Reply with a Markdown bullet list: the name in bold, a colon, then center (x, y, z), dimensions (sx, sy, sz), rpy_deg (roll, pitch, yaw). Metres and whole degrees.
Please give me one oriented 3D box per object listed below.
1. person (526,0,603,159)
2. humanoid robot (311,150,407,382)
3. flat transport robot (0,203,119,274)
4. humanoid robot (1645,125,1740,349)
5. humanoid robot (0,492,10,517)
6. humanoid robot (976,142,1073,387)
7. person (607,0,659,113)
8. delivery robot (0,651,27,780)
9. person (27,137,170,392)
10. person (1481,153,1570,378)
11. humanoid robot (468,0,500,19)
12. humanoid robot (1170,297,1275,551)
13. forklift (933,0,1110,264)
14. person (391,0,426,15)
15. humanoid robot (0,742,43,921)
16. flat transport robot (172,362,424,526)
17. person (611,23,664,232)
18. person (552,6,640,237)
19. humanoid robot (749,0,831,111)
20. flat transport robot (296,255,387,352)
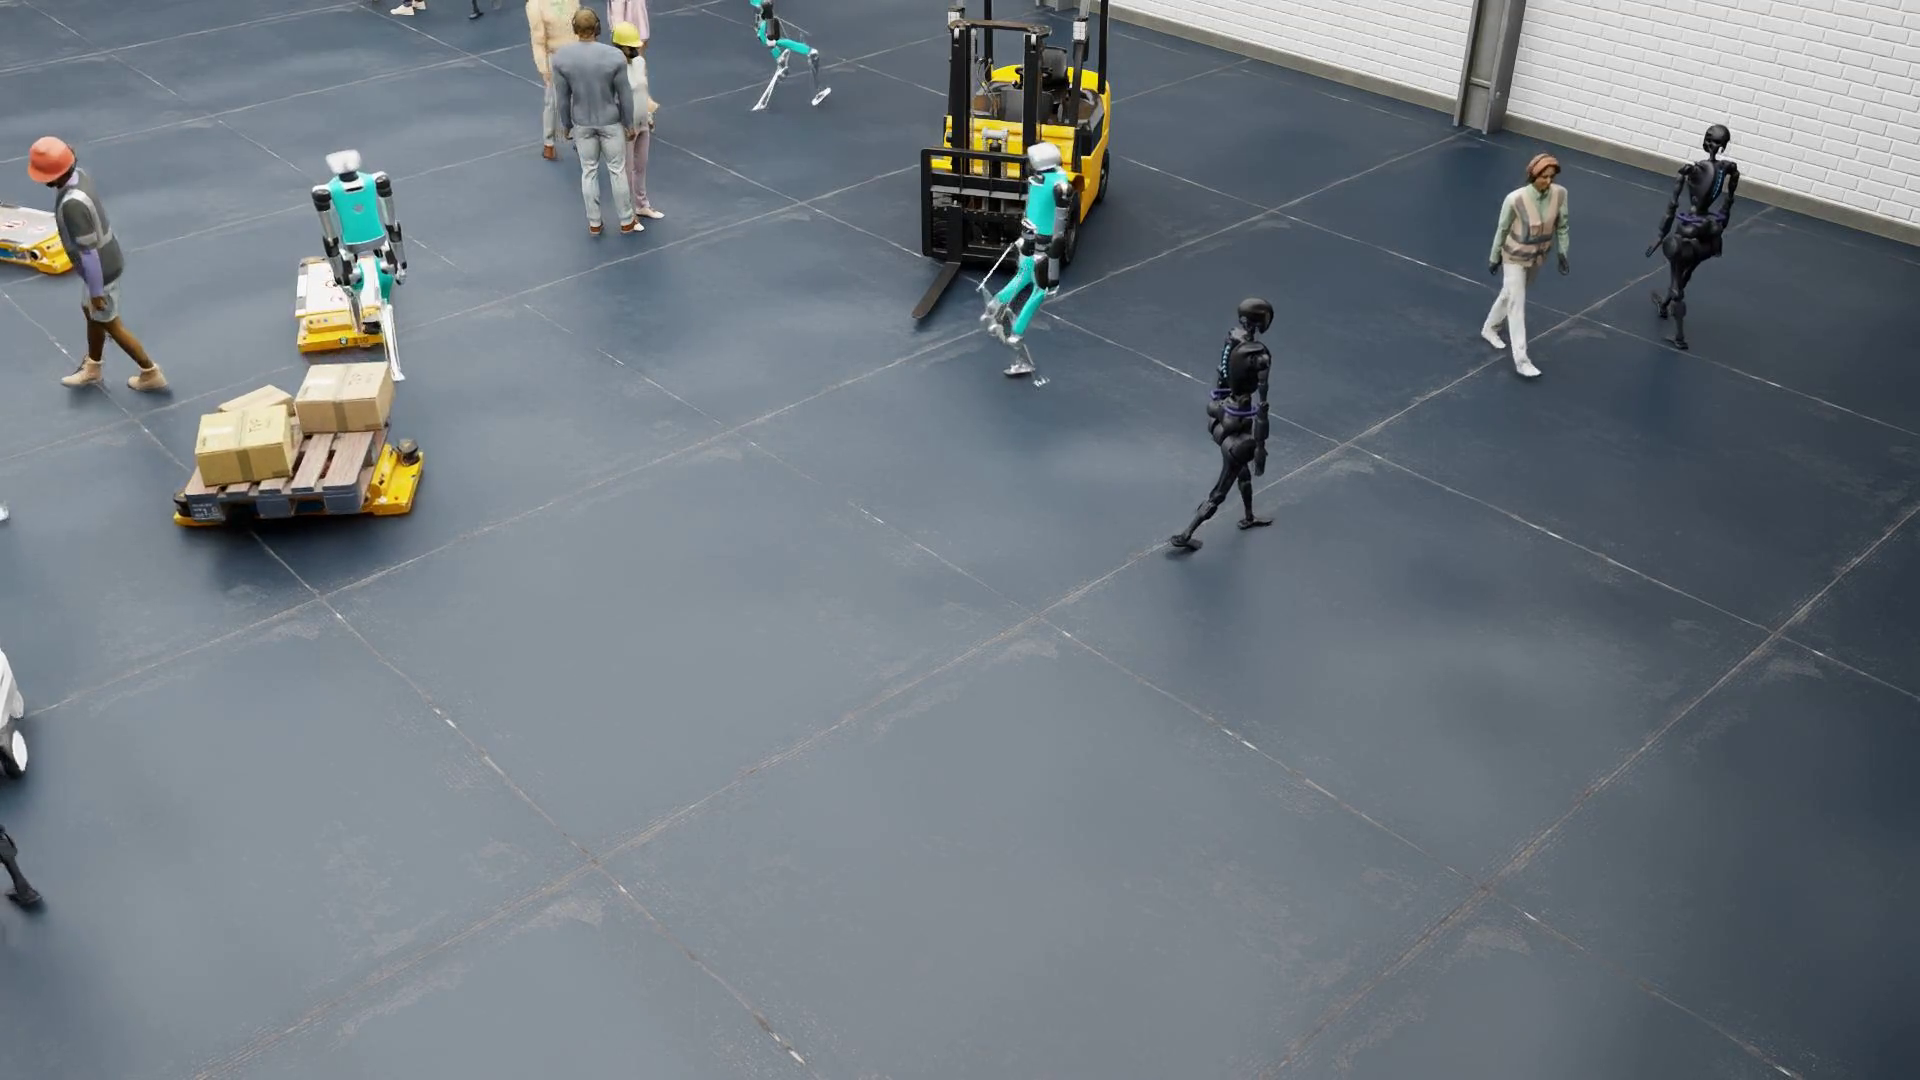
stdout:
- **person**: center (-3.780, -4.538, 15.702), dimensions (0.461, 1.854, 0.641), rpy_deg (28, 42, 36)
- **humanoid robot**: center (-4.338, -2.051, 11.994), dimensions (0.554, 1.766, 0.970), rpy_deg (-18, 37, -25)
- **flat transport robot**: center (-7.949, -2.564, 14.113), dimensions (1.431, 0.231, 0.659), rpy_deg (13, 35, 19)
- **humanoid robot**: center (5.449, -2.320, 12.478), dimensions (0.608, 1.628, 0.735), rpy_deg (-8, 34, -12)
- **humanoid robot**: center (-6.281, -0.829, 10.139), dimensions (0.545, 1.810, 0.758), rpy_deg (-24, 40, -32)
- **humanoid robot**: center (0.401, -1.883, 11.731), dimensions (0.704, 1.804, 0.537), rpy_deg (-14, 36, -20)
- **person**: center (-3.270, -4.961, 16.418), dimensions (0.456, 1.766, 0.553), rpy_deg (10, 34, 14)
- **delivery robot**: center (-5.087, 0.913, 8.521), dimensions (0.499, 0.610, 0.804), rpy_deg (-10, 34, -15)
- **person**: center (-6.068, -1.870, 11.496), dimensions (0.738, 1.967, 0.693), rpy_deg (-10, 34, -15)
- **person**: center (4.127, -2.017, 12.057), dimensions (0.512, 1.590, 0.846), rpy_deg (-13, 35, -19)
- **humanoid robot**: center (-5.781, -7.070, 19.742), dimensions (0.586, 1.643, 0.456), rpy_deg (6, 33, 9)
- **humanoid robot**: center (1.633, -0.695, 10.000), dimensions (0.780, 1.629, 0.609), rpy_deg (-11, 35, -16)
- **forklift**: center (0.570, -3.725, 14.138), dimensions (1.214, 2.155, 2.313), rpy_deg (9, 34, 13)
- **person**: center (-6.710, -7.234, 19.839), dimensions (0.428, 1.859, 0.791), rpy_deg (6, 34, 9)
- **humanoid robot**: center (-4.486, 1.020, 7.321), dimensions (0.361, 1.649, 0.599), rpy_deg (20, 38, 28)
- **flat transport robot**: center (-4.253, -0.367, 10.737), dimensions (1.431, 0.231, 0.659), rpy_deg (-3, 33, -5)
- **person**: center (-2.788, -3.545, 14.250), dimensions (0.328, 1.764, 0.532), rpy_deg (14, 36, 21)
- **person**: center (-3.055, -3.511, 14.041), dimensions (0.634, 1.936, 0.351), rpy_deg (-1, 33, -1)
- **humanoid robot**: center (-1.711, -5.224, 16.907), dimensions (1.004, 1.774, 0.550), rpy_deg (-12, 35, -18)
- **flat transport robot**: center (-4.849, -1.891, 13.079), dimensions (0.659, 0.231, 1.431), rpy_deg (-9, 34, -14)
